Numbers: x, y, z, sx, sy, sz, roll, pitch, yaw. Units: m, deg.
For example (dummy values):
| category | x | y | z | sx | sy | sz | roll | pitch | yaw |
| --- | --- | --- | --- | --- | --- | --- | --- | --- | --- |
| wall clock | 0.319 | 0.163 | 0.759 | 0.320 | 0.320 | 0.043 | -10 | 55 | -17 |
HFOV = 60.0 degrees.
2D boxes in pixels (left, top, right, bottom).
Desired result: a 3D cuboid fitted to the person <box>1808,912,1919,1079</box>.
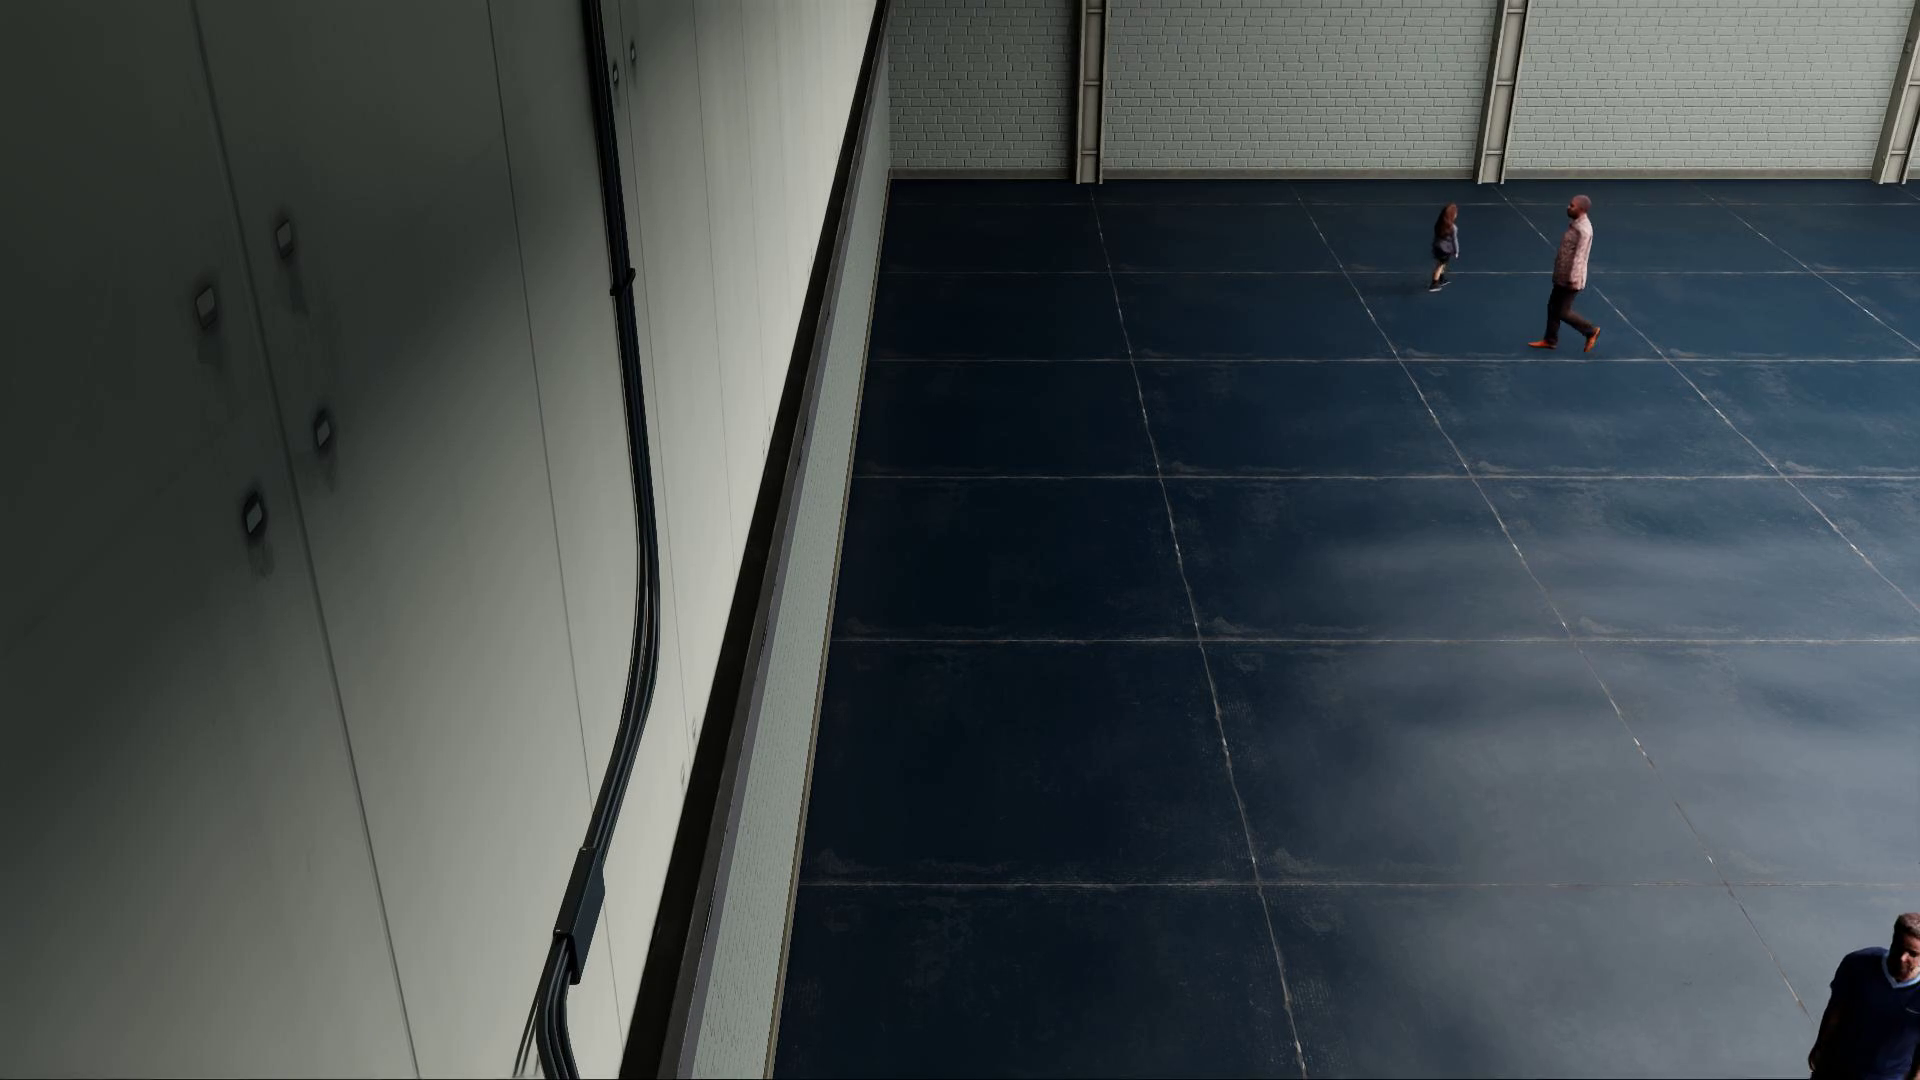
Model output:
| category | x | y | z | sx | sy | sz | roll | pitch | yaw |
| --- | --- | --- | --- | --- | --- | --- | --- | --- | --- |
| person | 4.442 | 2.522 | 8.146 | 1.082 | 1.845 | 1.139 | 25 | 37 | 38 |

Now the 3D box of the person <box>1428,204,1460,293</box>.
| category | x | y | z | sx | sy | sz | roll | pitch | yaw |
| --- | --- | --- | --- | --- | --- | --- | --- | --- | --- |
| person | 5.892 | -3.585 | 20.411 | 0.714 | 1.096 | 0.632 | -14 | 31 | -24 |

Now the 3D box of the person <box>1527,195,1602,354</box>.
| category | x | y | z | sx | sy | sz | roll | pitch | yaw |
| --- | --- | --- | --- | --- | --- | --- | --- | --- | --- |
| person | 6.833 | -2.911 | 18.413 | 0.993 | 1.785 | 0.759 | 3 | 28 | 6 |
